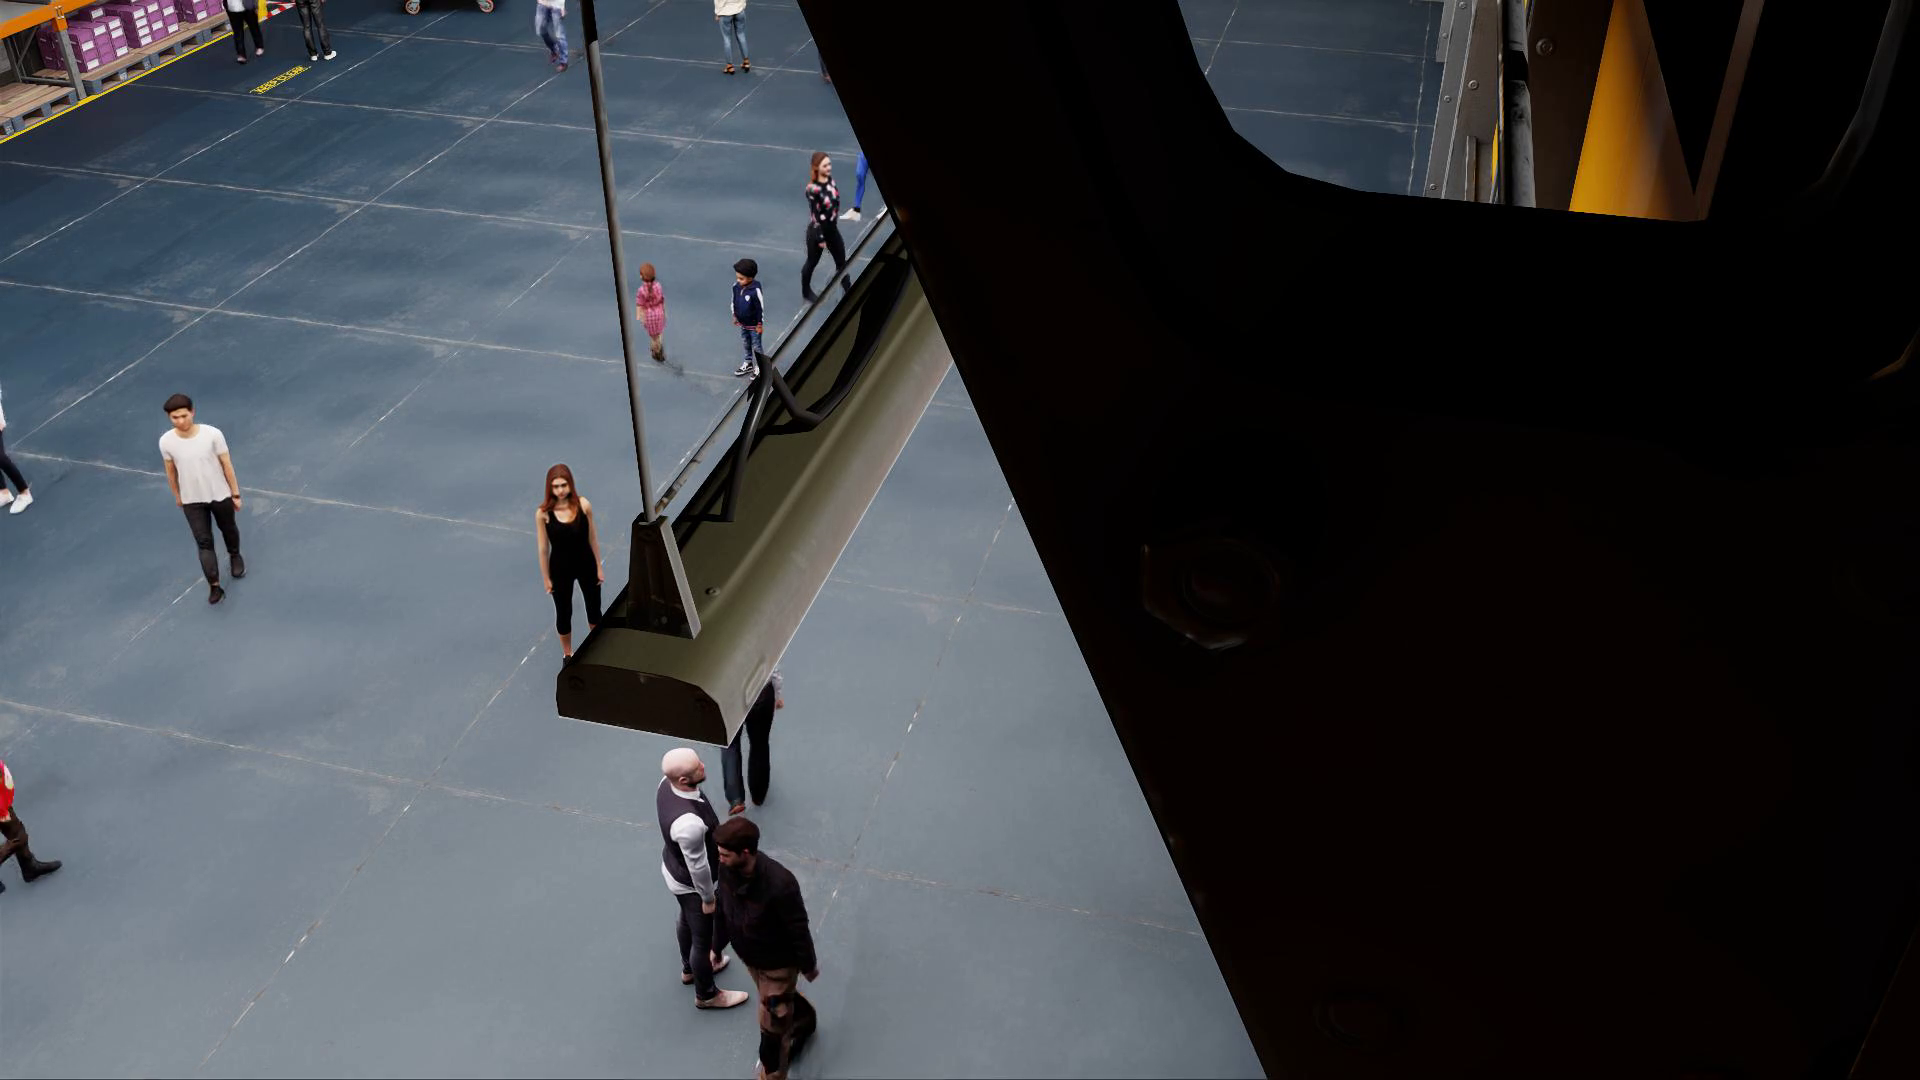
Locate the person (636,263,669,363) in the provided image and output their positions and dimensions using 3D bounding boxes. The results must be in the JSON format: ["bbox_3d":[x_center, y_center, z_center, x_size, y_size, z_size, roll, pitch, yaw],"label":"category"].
[{"bbox_3d":[-2.963,-2.188,16.124,0.553,1.016,0.613,-23,40,-30],"label":"person"}]

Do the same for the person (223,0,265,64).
[{"bbox_3d":[-10.298,-7.686,23.907,0.897,1.556,1.135,-2,34,-3],"label":"person"}]

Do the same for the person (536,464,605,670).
[{"bbox_3d":[-2.759,0.205,11.882,0.653,1.726,0.686,-12,36,-18],"label":"person"}]

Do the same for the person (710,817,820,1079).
[{"bbox_3d":[-0.972,2.148,8.834,1.007,1.864,1.245,21,39,29],"label":"person"}]

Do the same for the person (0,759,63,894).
[{"bbox_3d":[-5.945,1.635,10.151,0.808,1.261,0.722,-21,39,-28],"label":"person"}]

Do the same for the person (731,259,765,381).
[{"bbox_3d":[-1.999,-2.121,15.837,0.583,1.222,0.593,23,40,30],"label":"person"}]

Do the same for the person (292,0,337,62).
[{"bbox_3d":[-9.370,-7.816,23.875,0.714,1.809,0.671,-3,34,-4],"label":"person"}]

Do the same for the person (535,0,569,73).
[{"bbox_3d":[-5.721,-7.586,23.501,0.672,1.840,0.700,11,35,16],"label":"person"}]

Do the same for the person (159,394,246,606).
[{"bbox_3d":[-5.805,-0.407,12.839,0.989,1.687,1.131,-10,35,-15],"label":"person"}]

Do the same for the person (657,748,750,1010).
[{"bbox_3d":[-1.481,1.874,9.283,0.842,1.823,0.757,-14,36,-20],"label":"person"}]

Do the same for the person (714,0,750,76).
[{"bbox_3d":[-3.216,-7.410,23.384,0.699,1.676,0.754,-14,36,-20],"label":"person"}]

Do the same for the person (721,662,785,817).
[{"bbox_3d":[-1.376,1.048,10.545,0.792,1.803,0.967,0,34,0],"label":"person"}]

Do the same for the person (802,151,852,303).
[{"bbox_3d":[-1.479,-3.173,17.040,0.883,1.643,1.032,20,39,28],"label":"person"}]

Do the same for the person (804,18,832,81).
[{"bbox_3d":[-1.909,-7.292,23.126,1.049,1.765,1.266,-8,34,-11],"label":"person"}]
